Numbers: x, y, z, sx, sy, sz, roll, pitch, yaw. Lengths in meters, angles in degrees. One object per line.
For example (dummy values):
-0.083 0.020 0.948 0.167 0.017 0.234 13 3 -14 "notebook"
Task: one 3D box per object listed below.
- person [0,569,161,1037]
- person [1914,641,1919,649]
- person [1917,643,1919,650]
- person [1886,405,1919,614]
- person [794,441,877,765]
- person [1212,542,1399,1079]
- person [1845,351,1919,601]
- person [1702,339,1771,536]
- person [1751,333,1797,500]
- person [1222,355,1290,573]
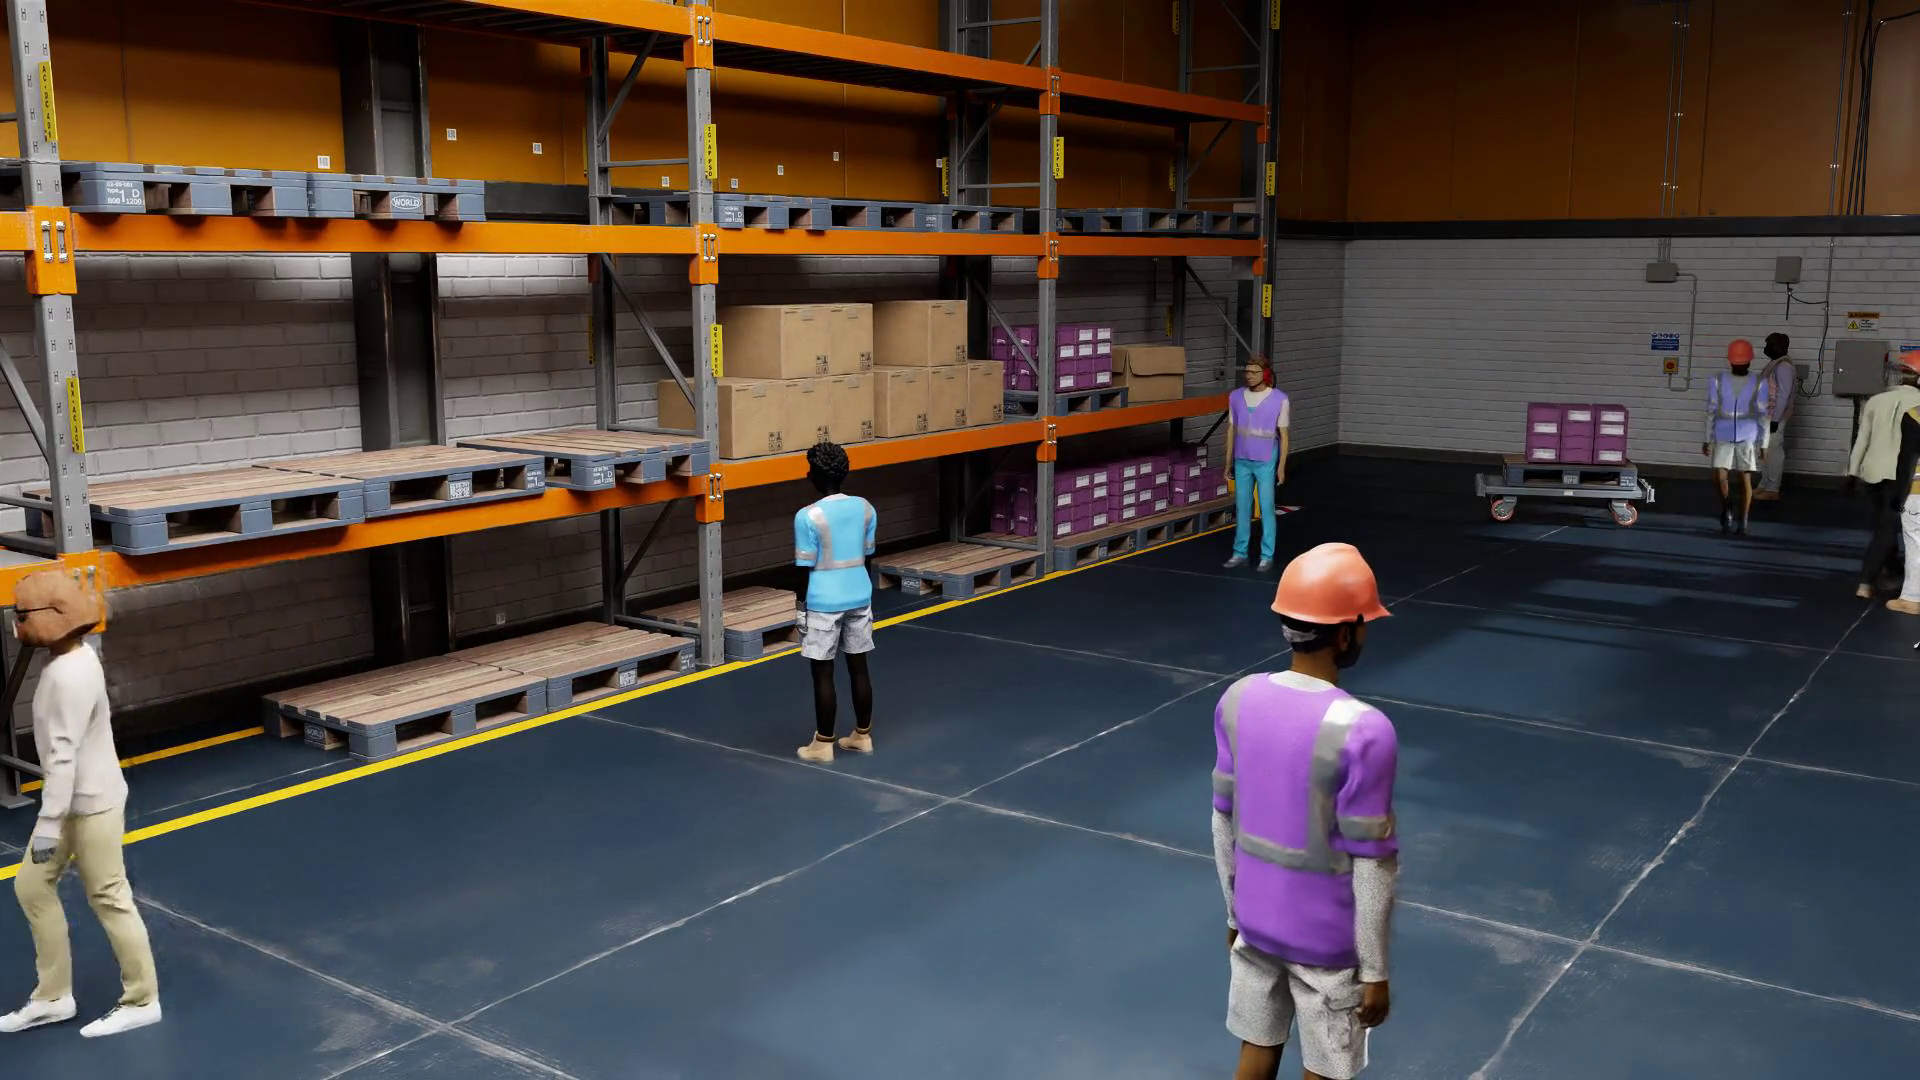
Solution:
-3.027 0.905 5.531 0.620 1.613 0.503 -7 12 -34 "person"
6.697 -0.042 11.091 0.522 1.636 0.310 9 13 42 "person"
6.713 -0.185 11.035 0.551 1.940 0.349 9 13 43 "person"
7.232 -0.365 12.407 0.630 1.842 0.429 -2 10 -10 "person"
-0.655 0.332 8.701 0.534 1.694 0.321 -9 13 -44 "person"
0.881 0.965 4.197 0.379 1.938 0.547 -7 12 -36 "person"
7.281 -0.503 12.957 1.054 1.929 0.659 -6 11 -31 "person"
7.398 -0.968 15.860 0.595 1.887 0.485 5 11 29 "person"
8.942 -1.360 18.333 0.429 1.844 0.627 3 10 15 "person"
2.515 -0.650 14.101 0.570 1.840 0.373 7 12 37 "person"
